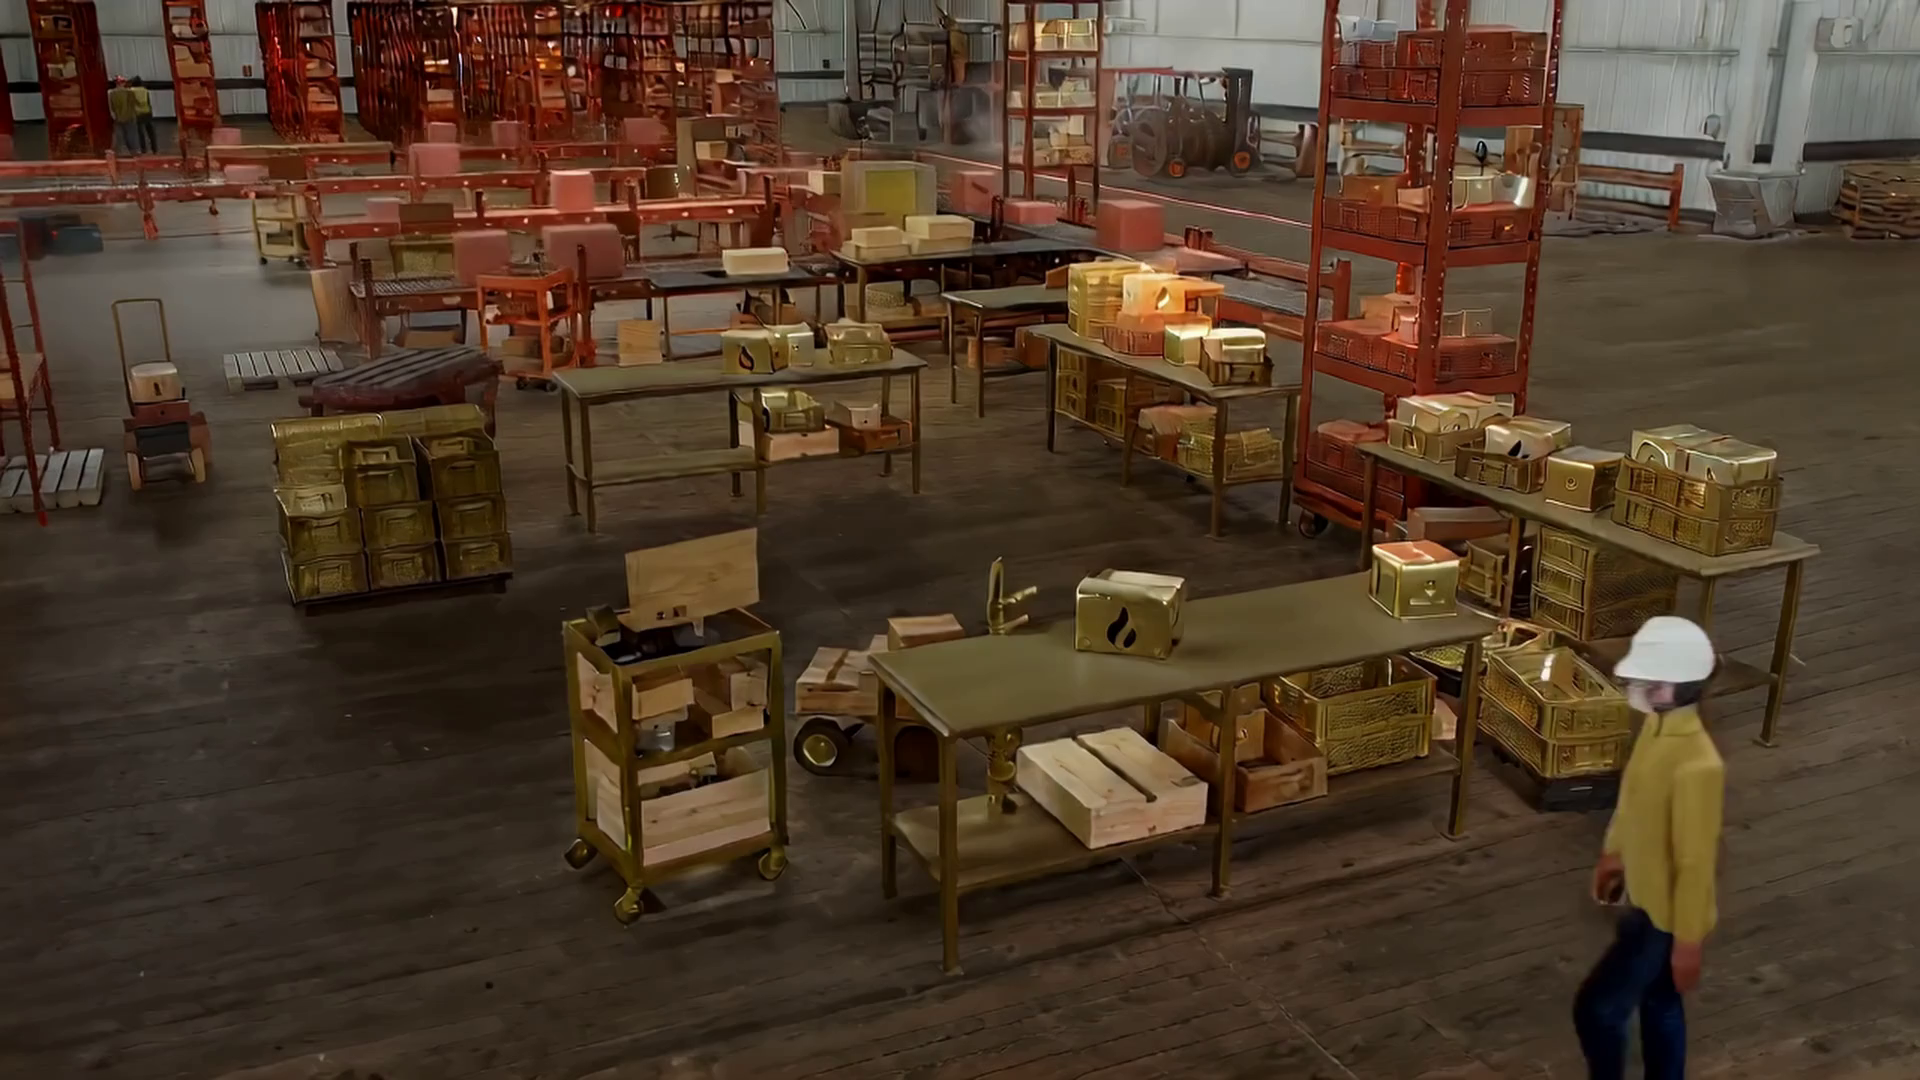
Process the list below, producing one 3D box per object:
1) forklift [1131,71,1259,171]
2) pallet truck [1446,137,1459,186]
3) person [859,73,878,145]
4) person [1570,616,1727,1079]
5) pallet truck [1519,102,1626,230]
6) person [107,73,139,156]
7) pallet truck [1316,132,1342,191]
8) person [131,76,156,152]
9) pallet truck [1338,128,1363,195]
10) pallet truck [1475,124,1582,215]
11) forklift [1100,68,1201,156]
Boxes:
[{"bbox_3d":[4.998,-8.936,35.413,2.680,1.987,1.157,-9,20,-25],"label":"forklift"},{"bbox_3d":[9.184,-6.485,29.328,1.630,1.274,0.653,-8,19,-23],"label":"pallet truck"},{"bbox_3d":[-2.350,-11.261,43.527,0.598,1.838,0.404,13,22,34],"label":"person"},{"bbox_3d":[1.948,1.051,4.845,0.551,1.745,0.555,4,18,11],"label":"person"},{"bbox_3d":[9.972,-6.037,26.785,1.885,1.965,0.823,-9,20,-25],"label":"pallet truck"},{"bbox_3d":[-20.028,-10.147,39.798,0.647,1.950,0.962,-9,20,-26],"label":"person"},{"bbox_3d":[7.723,-7.504,32.656,1.601,1.201,0.680,-8,19,-23],"label":"pallet truck"},{"bbox_3d":[-20.331,-10.578,41.351,0.388,1.837,0.563,11,20,30],"label":"person"},{"bbox_3d":[7.845,-7.140,31.411,1.522,1.261,0.704,-9,20,-25],"label":"pallet truck"},{"bbox_3d":[9.707,-6.455,28.103,1.885,1.965,0.823,-7,19,-20],"label":"pallet truck"},{"bbox_3d":[4.082,-9.564,37.410,2.680,1.987,1.157,-8,19,-23],"label":"forklift"}]
